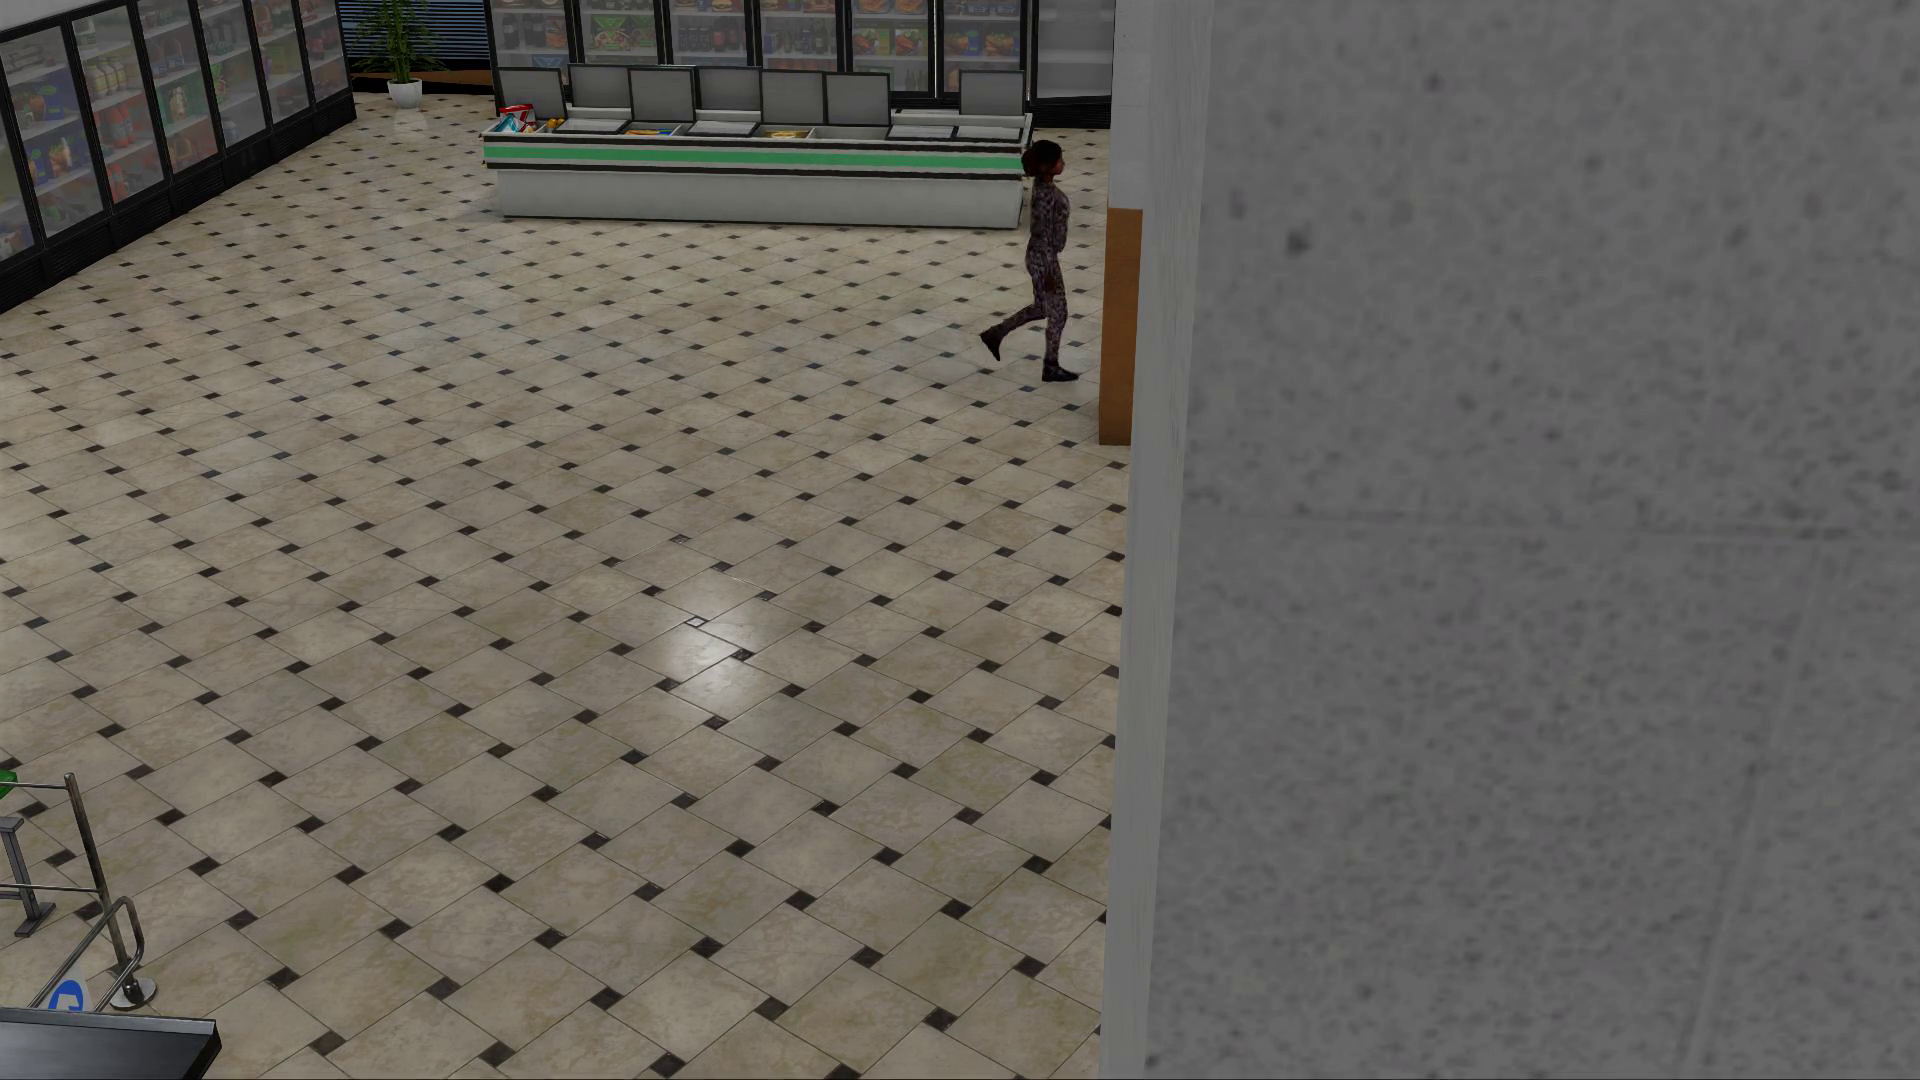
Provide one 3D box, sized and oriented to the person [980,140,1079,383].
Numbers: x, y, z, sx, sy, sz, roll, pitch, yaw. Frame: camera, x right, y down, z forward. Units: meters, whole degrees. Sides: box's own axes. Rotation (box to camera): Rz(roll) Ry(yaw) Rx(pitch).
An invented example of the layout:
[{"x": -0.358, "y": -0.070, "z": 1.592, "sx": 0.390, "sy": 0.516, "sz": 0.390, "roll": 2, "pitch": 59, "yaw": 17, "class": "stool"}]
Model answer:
[{"x": 0.500, "y": -1.883, "z": 11.395, "sx": 0.908, "sy": 1.698, "sz": 0.571, "roll": 2, "pitch": 27, "yaw": 4, "class": "person"}]
